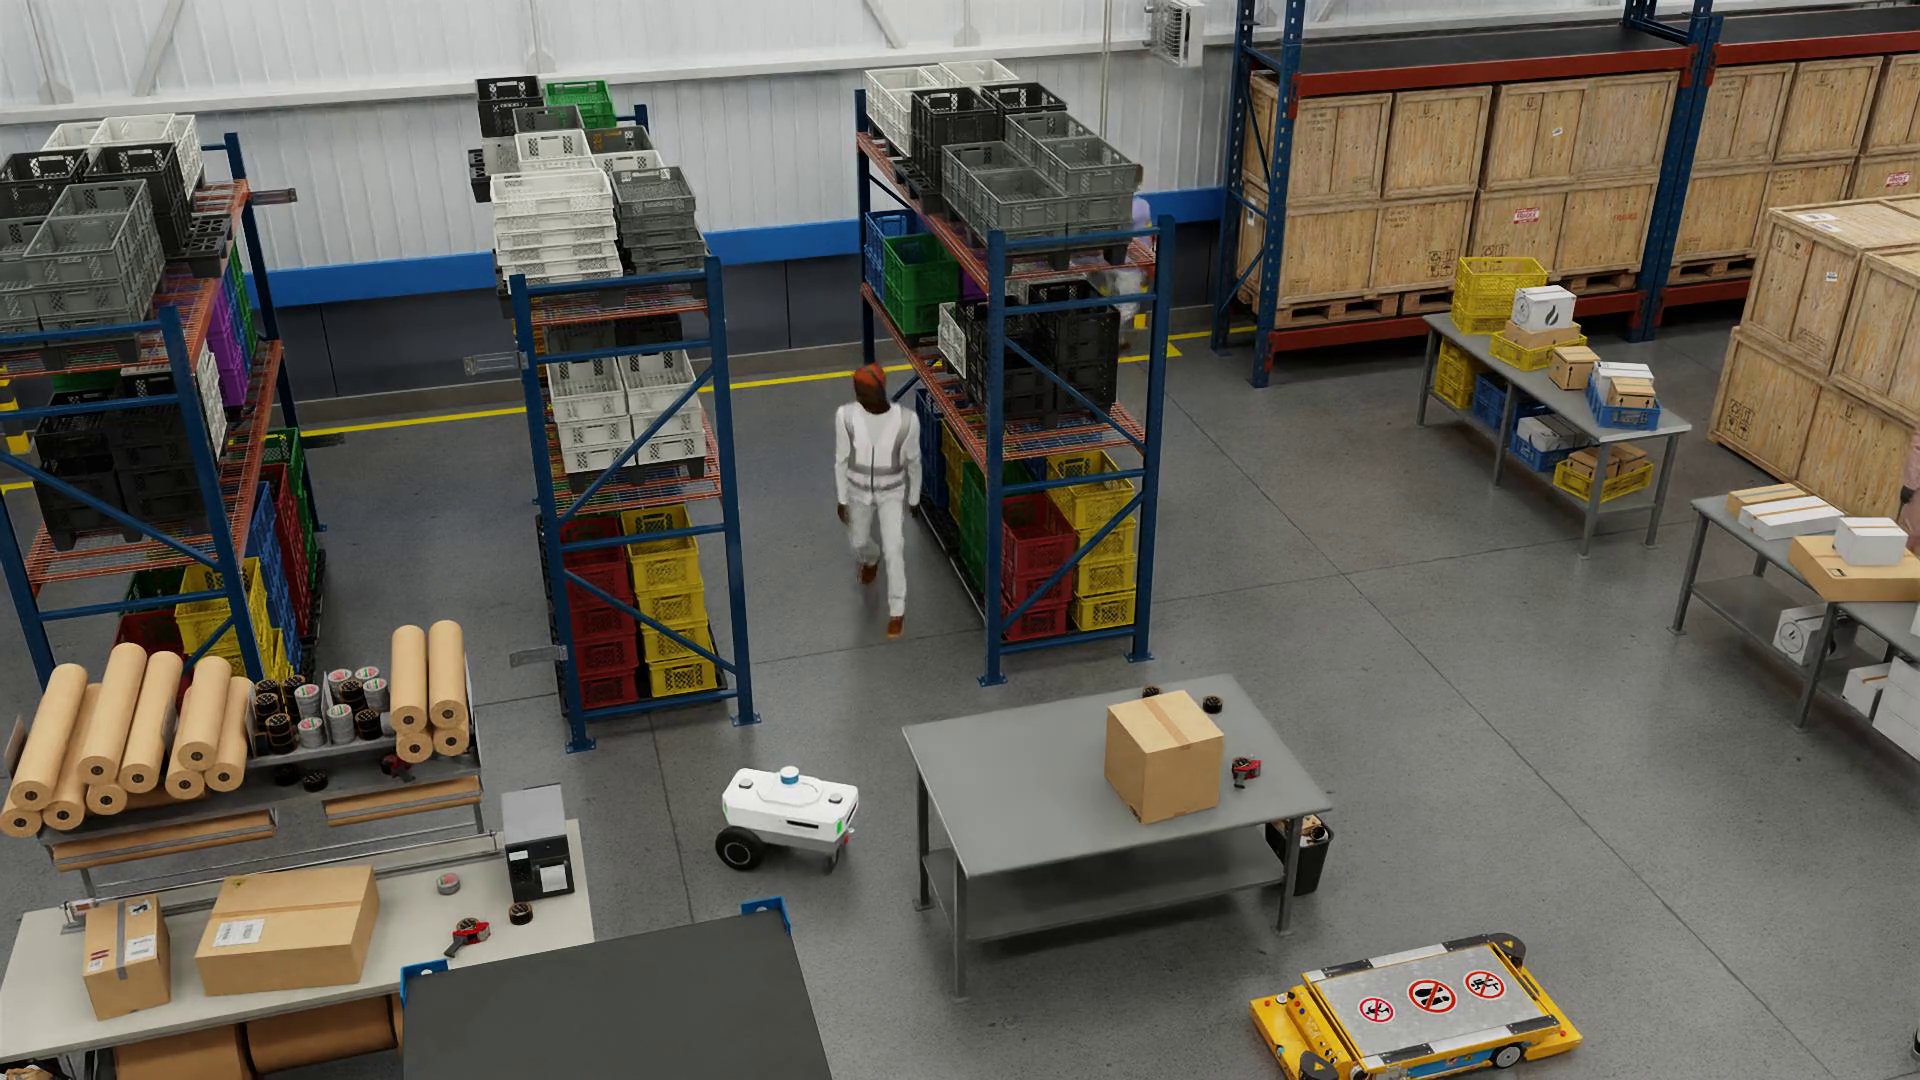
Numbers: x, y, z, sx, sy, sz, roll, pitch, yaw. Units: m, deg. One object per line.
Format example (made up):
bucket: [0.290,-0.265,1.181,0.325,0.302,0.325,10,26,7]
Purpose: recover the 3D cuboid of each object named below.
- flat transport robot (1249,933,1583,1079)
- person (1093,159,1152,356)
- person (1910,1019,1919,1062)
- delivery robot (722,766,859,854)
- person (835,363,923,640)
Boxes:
flat transport robot: [2.184,2.282,7.980,1.431,0.197,0.652,-8,30,-14]
person: [1.412,-2.468,14.934,0.785,1.913,0.648,-23,36,-36]
person: [4.726,1.678,7.465,0.404,1.837,0.594,-25,38,-38]
delivery robot: [-0.920,1.459,9.092,0.707,0.478,0.477,7,29,13]
person: [-0.529,-0.337,11.117,0.577,1.848,0.804,5,29,8]
